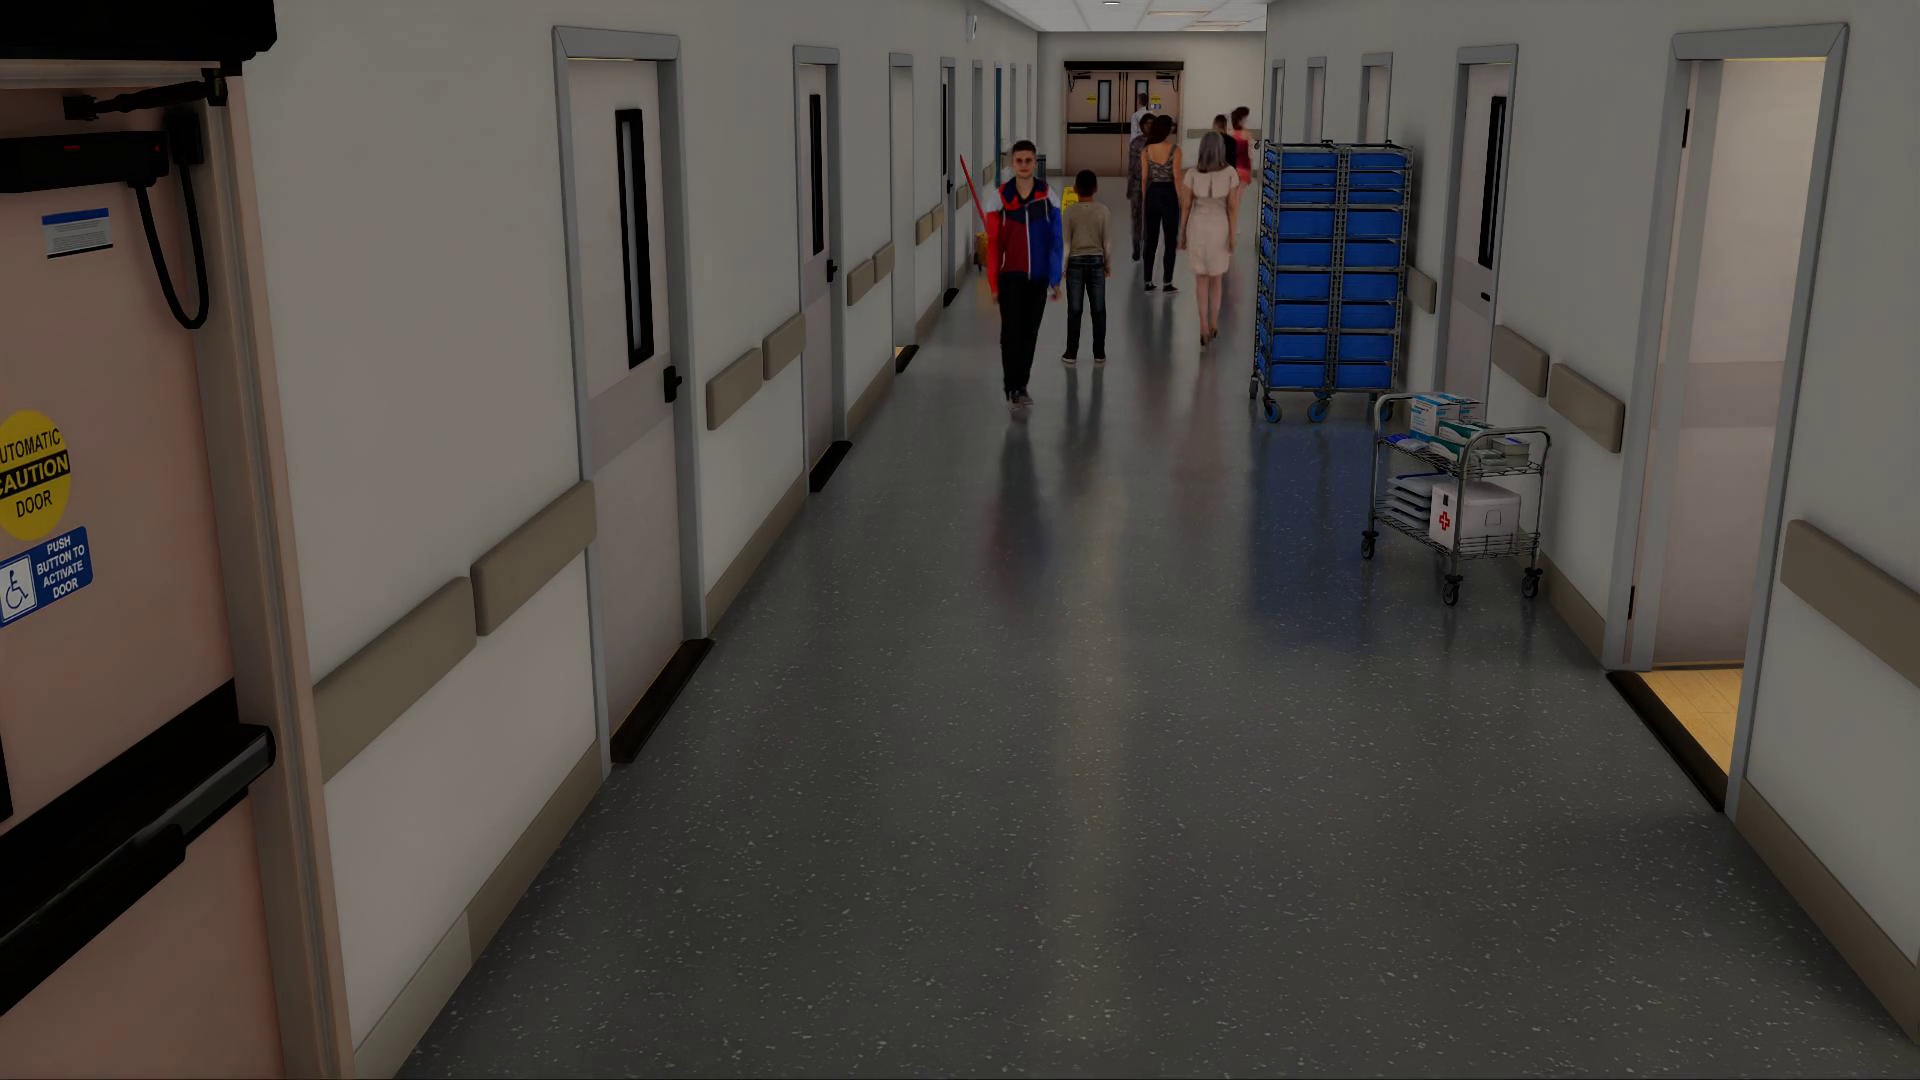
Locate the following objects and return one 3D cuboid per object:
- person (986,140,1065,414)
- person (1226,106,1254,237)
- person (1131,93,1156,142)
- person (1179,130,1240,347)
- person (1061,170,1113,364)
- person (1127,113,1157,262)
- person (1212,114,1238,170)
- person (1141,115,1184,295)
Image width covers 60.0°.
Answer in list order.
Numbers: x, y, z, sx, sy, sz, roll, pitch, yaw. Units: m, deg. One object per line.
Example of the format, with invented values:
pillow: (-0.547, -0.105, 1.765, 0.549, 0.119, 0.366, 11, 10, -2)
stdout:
person: (0.407, -1.730, 10.979, 0.802, 1.731, 1.006, -3, 16, -11)
person: (3.607, -4.754, 21.746, 0.852, 1.709, 1.182, 7, 17, 23)
person: (3.245, -7.041, 29.652, 0.740, 1.820, 0.757, -8, 18, -27)
person: (1.989, -2.379, 13.329, 0.657, 1.706, 0.978, 3, 16, 9)
person: (0.964, -2.095, 12.766, 0.575, 1.465, 0.554, -1, 16, -4)
person: (2.196, -4.136, 19.595, 0.647, 1.686, 0.915, 3, 16, 9)
person: (3.258, -4.422, 20.729, 0.643, 1.622, 1.069, 0, 16, -1)
person: (2.031, -3.388, 16.796, 0.685, 1.767, 0.685, 10, 18, 30)
